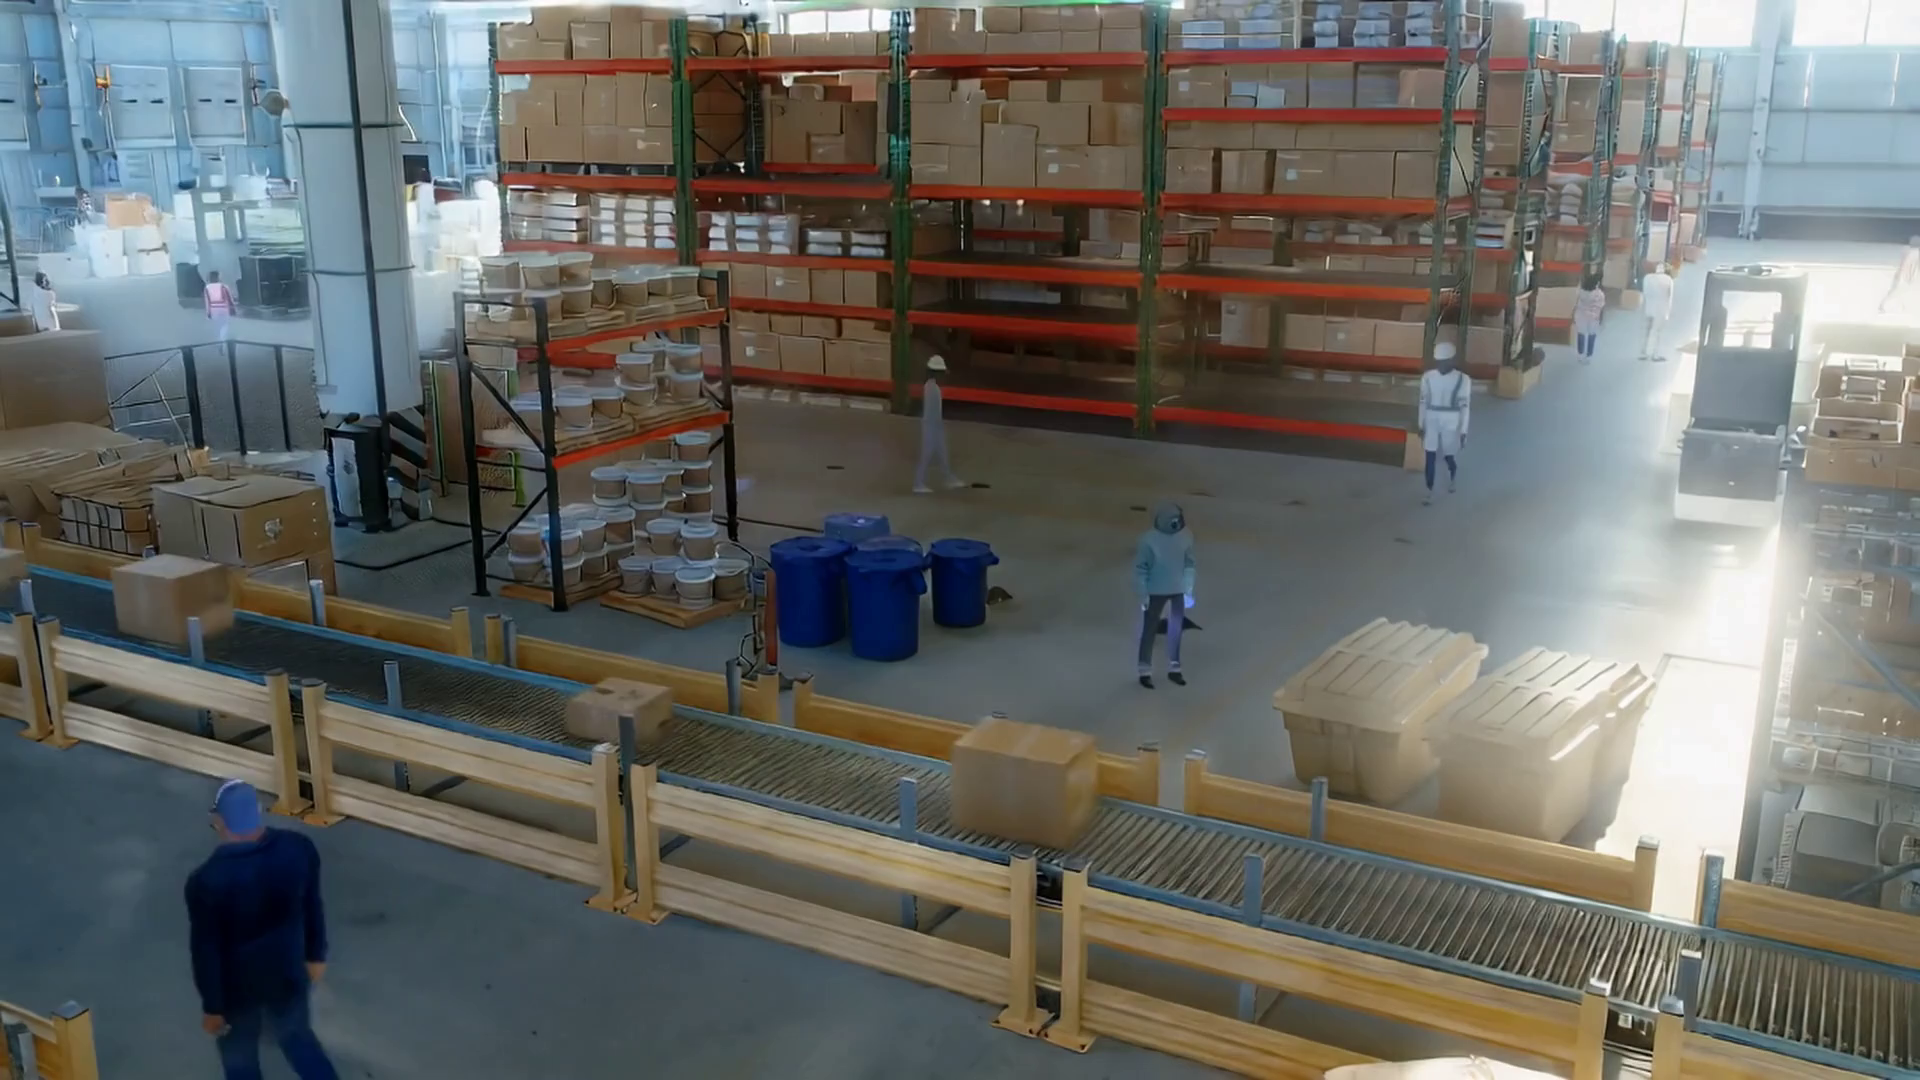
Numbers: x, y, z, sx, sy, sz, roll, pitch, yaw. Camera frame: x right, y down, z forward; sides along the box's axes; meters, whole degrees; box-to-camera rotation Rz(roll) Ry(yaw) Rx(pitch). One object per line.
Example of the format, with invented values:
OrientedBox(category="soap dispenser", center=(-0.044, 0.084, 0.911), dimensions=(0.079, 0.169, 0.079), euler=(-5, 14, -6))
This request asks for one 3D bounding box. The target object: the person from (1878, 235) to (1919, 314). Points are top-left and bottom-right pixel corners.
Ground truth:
OrientedBox(category="person", center=(21.525, -6.056, 37.979), dimensions=(0.929, 1.800, 0.654), euler=(-2, 15, -8))

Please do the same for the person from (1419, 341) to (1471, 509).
OrientedBox(category="person", center=(5.843, -1.410, 20.058), dimensions=(0.617, 2.018, 0.820), euler=(9, 17, 30))

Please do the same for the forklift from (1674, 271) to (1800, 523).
OrientedBox(category="forklift", center=(9.269, -1.763, 19.726), dimensions=(1.129, 2.768, 1.873), euler=(8, 17, 27))

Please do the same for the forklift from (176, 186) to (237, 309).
OrientedBox(category="forklift", center=(-17.179, -6.744, 38.454), dimensions=(1.873, 2.768, 1.129), euler=(8, 17, 28))

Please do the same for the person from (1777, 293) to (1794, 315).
OrientedBox(category="person", center=(15.596, -4.237, 31.435), dimensions=(0.280, 1.624, 0.494), euler=(4, 15, 13))

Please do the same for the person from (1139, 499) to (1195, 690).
OrientedBox(category="person", center=(1.715, 0.448, 13.824), dimensions=(0.497, 1.626, 0.287), euler=(-5, 16, -18))

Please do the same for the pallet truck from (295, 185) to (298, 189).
OrientedBox(category="pallet truck", center=(-26.804, -14.617, 69.738), dimensions=(1.885, 1.965, 0.823), euler=(-14, 20, -42))

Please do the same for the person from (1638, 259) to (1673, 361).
OrientedBox(category="person", center=(13.060, -4.303, 31.165), dimensions=(0.399, 1.899, 0.646), euler=(-8, 17, -28))

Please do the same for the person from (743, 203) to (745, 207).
OrientedBox(category="person", center=(-6.530, -9.114, 49.408), dimensions=(0.717, 1.814, 0.643), euler=(13, 19, 39))

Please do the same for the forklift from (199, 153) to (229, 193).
OrientedBox(category="forklift", center=(-27.440, -12.865, 61.464), dimensions=(1.873, 2.768, 1.129), euler=(8, 17, 28))

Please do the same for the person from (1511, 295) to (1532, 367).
OrientedBox(category="person", center=(10.116, -3.934, 30.169), dimensions=(0.557, 1.685, 0.371), euler=(-6, 16, -23))

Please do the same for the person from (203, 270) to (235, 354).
OrientedBox(category="person", center=(-14.249, -4.368, 31.937), dimensions=(0.523, 1.615, 0.631), euler=(0, 15, 0))

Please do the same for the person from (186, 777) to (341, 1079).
OrientedBox(category="person", center=(-3.154, 1.980, 7.576), dimensions=(0.781, 1.882, 0.647), euler=(10, 18, 34))

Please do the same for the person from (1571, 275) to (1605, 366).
OrientedBox(category="person", center=(11.528, -4.028, 30.581), dimensions=(0.555, 1.648, 0.872), euler=(7, 16, 25))

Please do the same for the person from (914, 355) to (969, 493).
OrientedBox(category="person", center=(-0.219, -1.432, 20.653), dimensions=(0.805, 1.733, 0.554), euler=(-1, 15, -2))

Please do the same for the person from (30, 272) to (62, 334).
OrientedBox(category="person", center=(-15.993, -3.759, 29.172), dimensions=(0.533, 1.868, 0.310), euler=(4, 15, 14))

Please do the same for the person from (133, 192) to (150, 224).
OrientedBox(category="person", center=(-26.189, -10.141, 53.083), dimensions=(0.660, 1.933, 0.399), euler=(-4, 15, -15))
